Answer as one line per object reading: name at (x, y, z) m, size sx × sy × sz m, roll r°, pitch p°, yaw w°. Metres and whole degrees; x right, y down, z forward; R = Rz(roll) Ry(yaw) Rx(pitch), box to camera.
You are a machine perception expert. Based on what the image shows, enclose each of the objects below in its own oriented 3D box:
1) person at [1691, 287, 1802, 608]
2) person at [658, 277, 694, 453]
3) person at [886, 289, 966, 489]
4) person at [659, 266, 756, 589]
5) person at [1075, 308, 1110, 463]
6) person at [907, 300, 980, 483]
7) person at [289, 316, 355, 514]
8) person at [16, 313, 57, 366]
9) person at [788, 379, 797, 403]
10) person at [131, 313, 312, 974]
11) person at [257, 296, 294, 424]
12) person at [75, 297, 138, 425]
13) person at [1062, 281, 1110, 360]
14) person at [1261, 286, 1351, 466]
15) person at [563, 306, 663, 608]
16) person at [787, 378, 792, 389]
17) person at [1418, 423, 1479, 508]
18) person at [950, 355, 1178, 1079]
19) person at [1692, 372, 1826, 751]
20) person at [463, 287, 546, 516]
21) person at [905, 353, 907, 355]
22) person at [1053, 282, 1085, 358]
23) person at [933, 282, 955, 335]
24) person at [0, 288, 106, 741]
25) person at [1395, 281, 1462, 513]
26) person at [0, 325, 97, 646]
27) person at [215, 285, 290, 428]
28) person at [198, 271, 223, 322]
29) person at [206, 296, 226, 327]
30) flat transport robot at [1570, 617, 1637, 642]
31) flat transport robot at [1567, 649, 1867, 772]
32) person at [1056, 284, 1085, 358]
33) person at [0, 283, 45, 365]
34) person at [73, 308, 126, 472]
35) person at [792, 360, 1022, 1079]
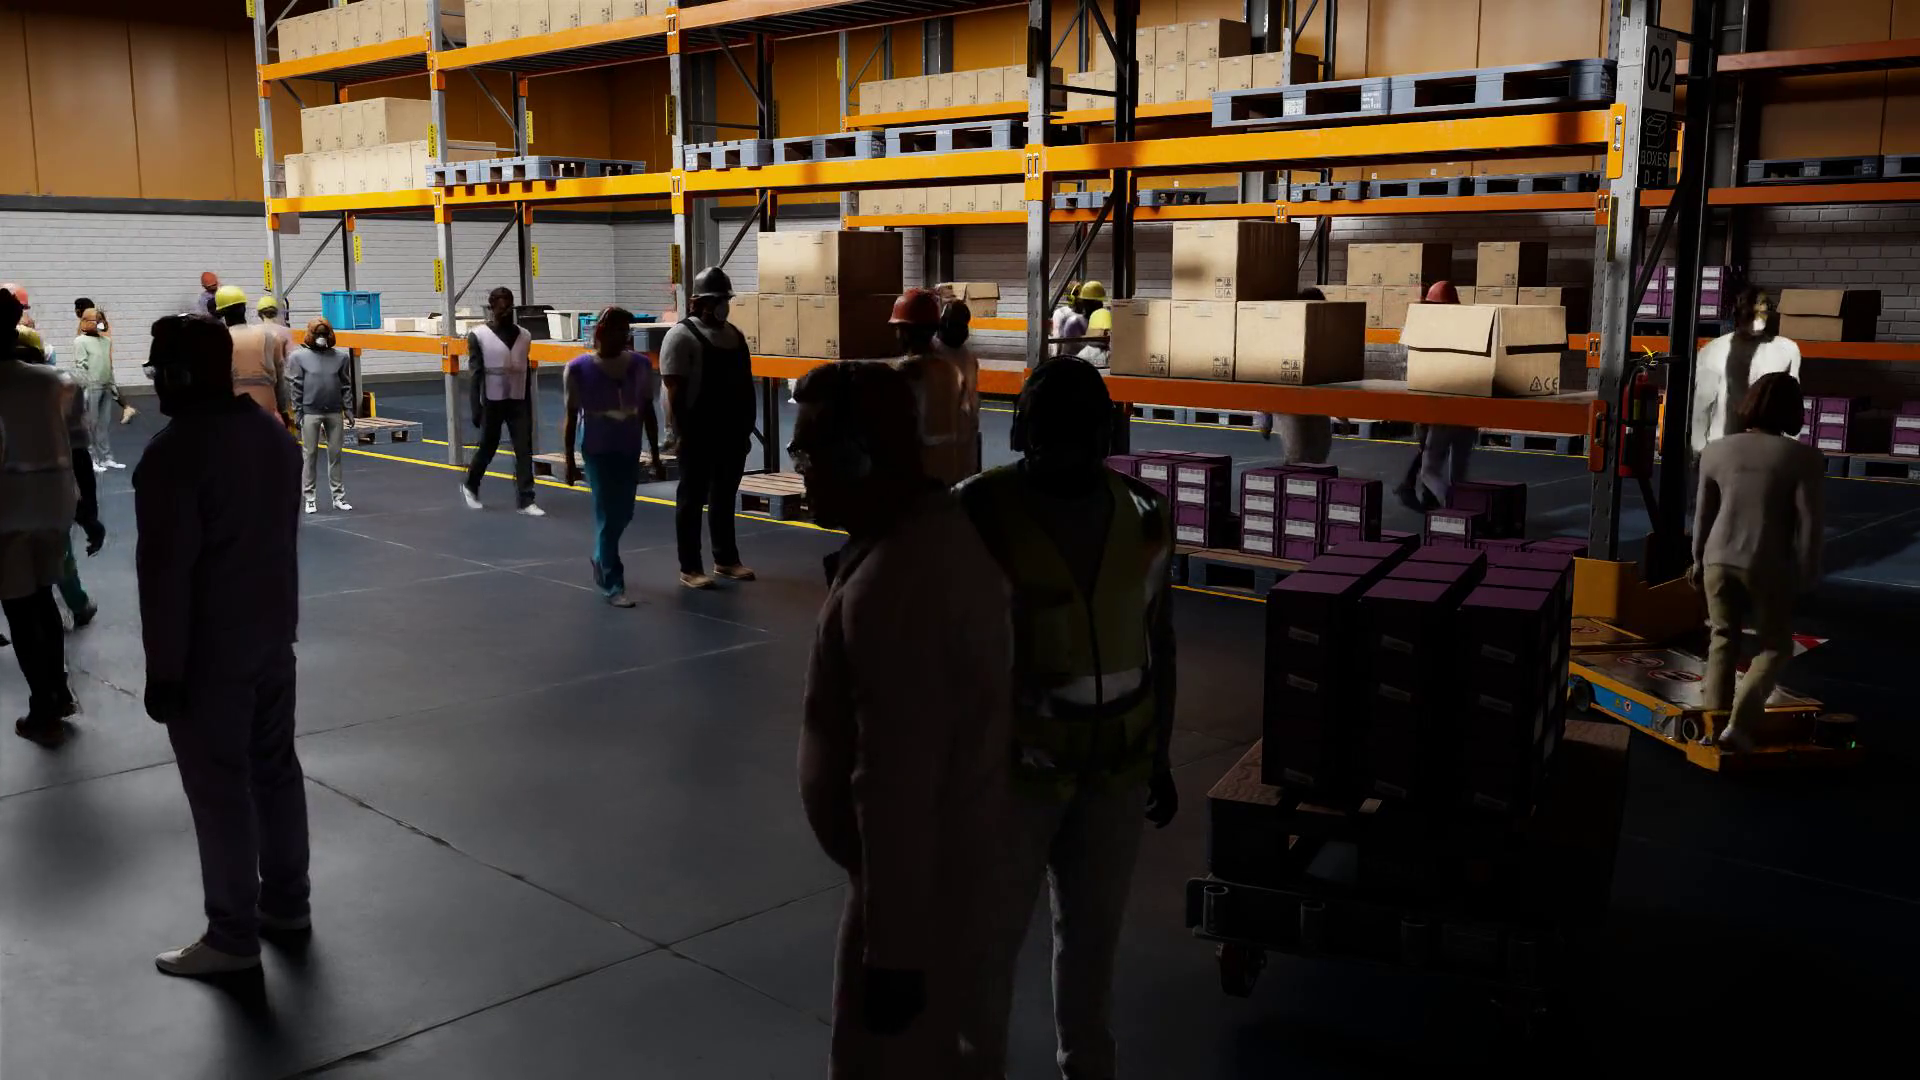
person at (4.747, -0.579, 10.146) m, size 0.637 × 1.918 × 0.744 m, roll -1°, pitch 9°, yaw -3°
person at (-3.016, -1.873, 17.991) m, size 0.691 × 1.943 × 0.389 m, roll 5°, pitch 11°, yaw 29°
person at (-0.253, -0.291, 8.369) m, size 0.817 × 1.910 × 0.570 m, roll 8°, pitch 12°, yaw 40°
person at (-1.553, -0.720, 10.624) m, size 0.535 × 2.000 × 0.688 m, roll 7°, pitch 11°, yaw 36°
person at (1.068, -1.000, 13.343) m, size 0.492 × 1.719 × 0.774 m, roll -9°, pitch 13°, yaw -44°
person at (-0.116, -0.664, 10.942) m, size 0.577 × 1.825 × 0.634 m, roll 8°, pitch 12°, yaw 41°
person at (-5.301, -1.042, 13.848) m, size 0.499 × 1.633 × 0.279 m, roll -7°, pitch 12°, yaw -38°
person at (-8.163, -1.166, 14.585) m, size 0.514 × 1.641 × 0.308 m, roll -7°, pitch 12°, yaw -39°
person at (-2.410, -2.989, 25.062) m, size 0.513 × 1.872 × 0.328 m, roll -4°, pitch 10°, yaw -21°
person at (-2.160, 0.298, 4.837) m, size 0.401 × 1.899 × 0.635 m, roll 2°, pitch 9°, yaw 10°
person at (-7.600, -1.819, 18.355) m, size 0.536 × 1.731 × 0.884 m, roll -9°, pitch 13°, yaw -43°
person at (-11.072, -2.279, 21.345) m, size 0.816 × 1.667 × 0.538 m, roll -2°, pitch 9°, yaw -10°
person at (1.300, -1.464, 15.614) m, size 0.857 × 1.893 × 0.619 m, roll 7°, pitch 12°, yaw 38°
person at (2.523, -0.927, 12.350) m, size 0.643 × 1.910 × 0.832 m, roll -2°, pitch 10°, yaw -15°
person at (-2.173, -0.534, 10.233) m, size 0.566 × 1.812 × 0.893 m, roll -7°, pitch 11°, yaw -36°
person at (-2.714, -3.442, 27.920) m, size 0.626 × 1.847 × 0.429 m, roll -1°, pitch 9°, yaw -4°
person at (3.579, -0.798, 12.059) m, size 0.554 × 1.737 × 0.450 m, roll -3°, pitch 10°, yaw -17°
person at (0.214, 0.512, 3.691) m, size 0.626 × 1.839 × 0.430 m, roll -4°, pitch 10°, yaw -21°
person at (3.186, 0.130, 6.703) m, size 0.406 × 1.612 × 0.536 m, roll -9°, pitch 13°, yaw -42°
person at (-3.822, -1.148, 13.749) m, size 0.928 × 1.888 × 0.602 m, roll 8°, pitch 12°, yaw 41°
person at (-0.953, -2.456, 22.024) m, size 0.559 × 1.809 × 0.847 m, roll -5°, pitch 10°, yaw -28°
person at (1.380, -2.146, 19.898) m, size 0.601 × 1.864 × 0.439 m, roll -5°, pitch 10°, yaw -28°
person at (-0.213, -1.669, 16.915) m, size 0.560 × 1.887 × 0.650 m, roll 8°, pitch 12°, yaw 39°
person at (-4.067, -0.107, 7.132) m, size 0.555 × 1.948 × 0.651 m, roll 5°, pitch 11°, yaw 29°
person at (3.886, -1.153, 13.635) m, size 0.574 × 1.925 × 0.409 m, roll -7°, pitch 11°, yaw -35°
person at (-5.101, -0.299, 9.063) m, size 0.562 × 1.713 × 0.933 m, roll 1°, pitch 9°, yaw 3°
person at (-5.541, -1.036, 12.988) m, size 0.615 × 1.900 × 0.636 m, roll -6°, pitch 11°, yaw -32°
person at (-11.963, -3.308, 26.703) m, size 0.389 × 1.991 × 0.767 m, roll -1°, pitch 9°, yaw -6°
person at (-9.273, -2.191, 20.719) m, size 0.474 × 1.683 × 0.551 m, roll -2°, pitch 10°, yaw -15°
flat transport robot at (2.738, 0.551, 8.245) m, size 1.431 × 0.197 × 0.652 m, roll -2°, pitch 9°, yaw -10°
flat transport robot at (3.190, 0.707, 7.287) m, size 0.652 × 0.197 × 1.431 m, roll -2°, pitch 9°, yaw -10°
person at (1.364, -1.894, 18.385) m, size 0.554 × 1.853 × 0.641 m, roll -8°, pitch 12°, yaw -41°
person at (-7.502, -1.067, 13.153) m, size 0.573 × 1.910 × 0.459 m, roll 0°, pitch 9°, yaw -1°
person at (-8.644, -1.506, 16.690) m, size 0.280 × 1.633 × 0.500 m, roll 1°, pitch 9°, yaw 9°
person at (-0.098, 0.619, 3.017) m, size 0.409 × 1.882 × 0.658 m, roll 1°, pitch 9°, yaw 9°
